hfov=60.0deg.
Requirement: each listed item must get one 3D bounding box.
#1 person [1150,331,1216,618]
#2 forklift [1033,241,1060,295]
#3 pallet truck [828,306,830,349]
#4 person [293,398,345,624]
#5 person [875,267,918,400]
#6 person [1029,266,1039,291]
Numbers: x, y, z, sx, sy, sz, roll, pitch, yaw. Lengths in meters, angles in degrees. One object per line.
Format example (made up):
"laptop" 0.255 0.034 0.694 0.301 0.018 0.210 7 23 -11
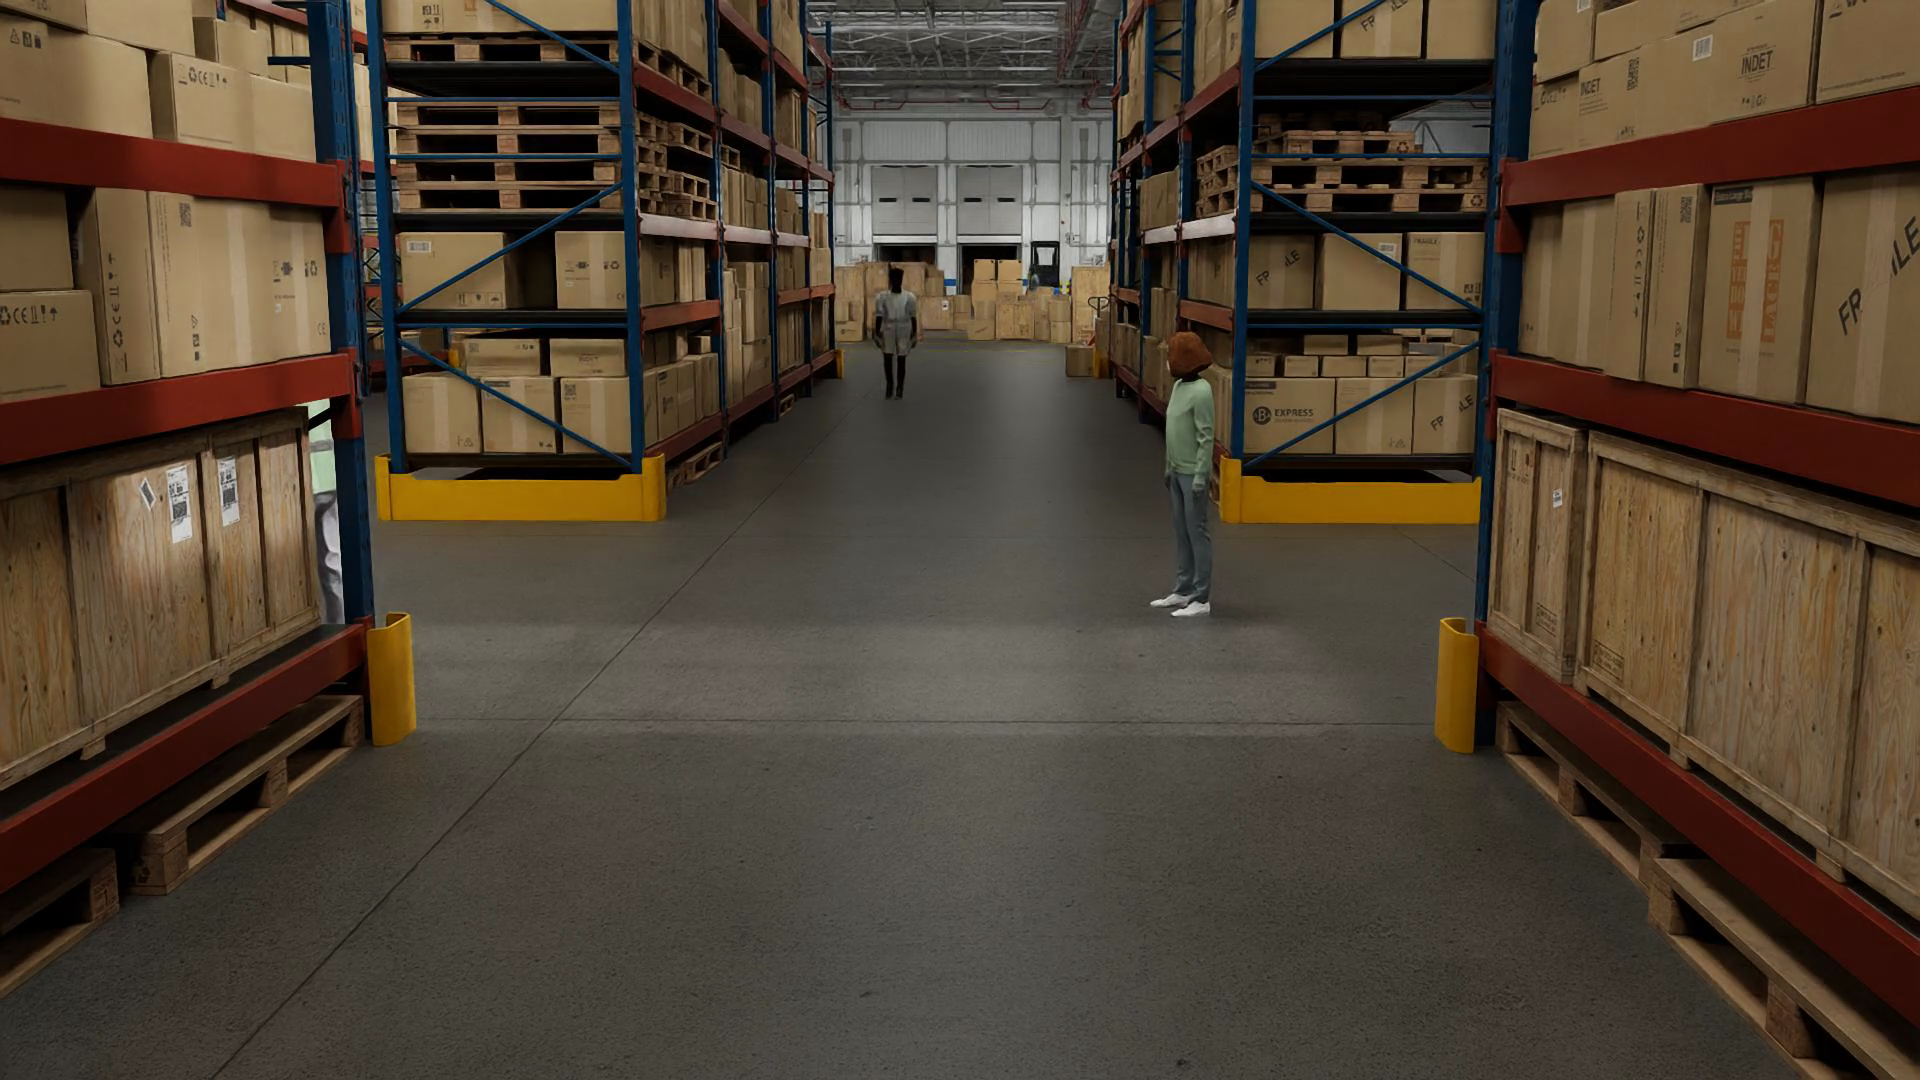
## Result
"person" 1.298 -0.374 9.528 0.281 1.633 0.498 -2 10 -13
"forklift" 3.186 -9.767 62.067 1.129 2.768 1.873 0 9 1
"pallet truck" -3.100 -3.940 29.800 1.885 1.965 0.823 3 10 19
"person" -3.102 -0.197 7.849 0.393 1.842 0.564 4 10 24
"person" -0.929 -3.004 24.344 0.634 1.940 0.789 0 9 -3
"person" 2.584 -8.342 56.463 0.968 1.909 0.632 1 10 4
